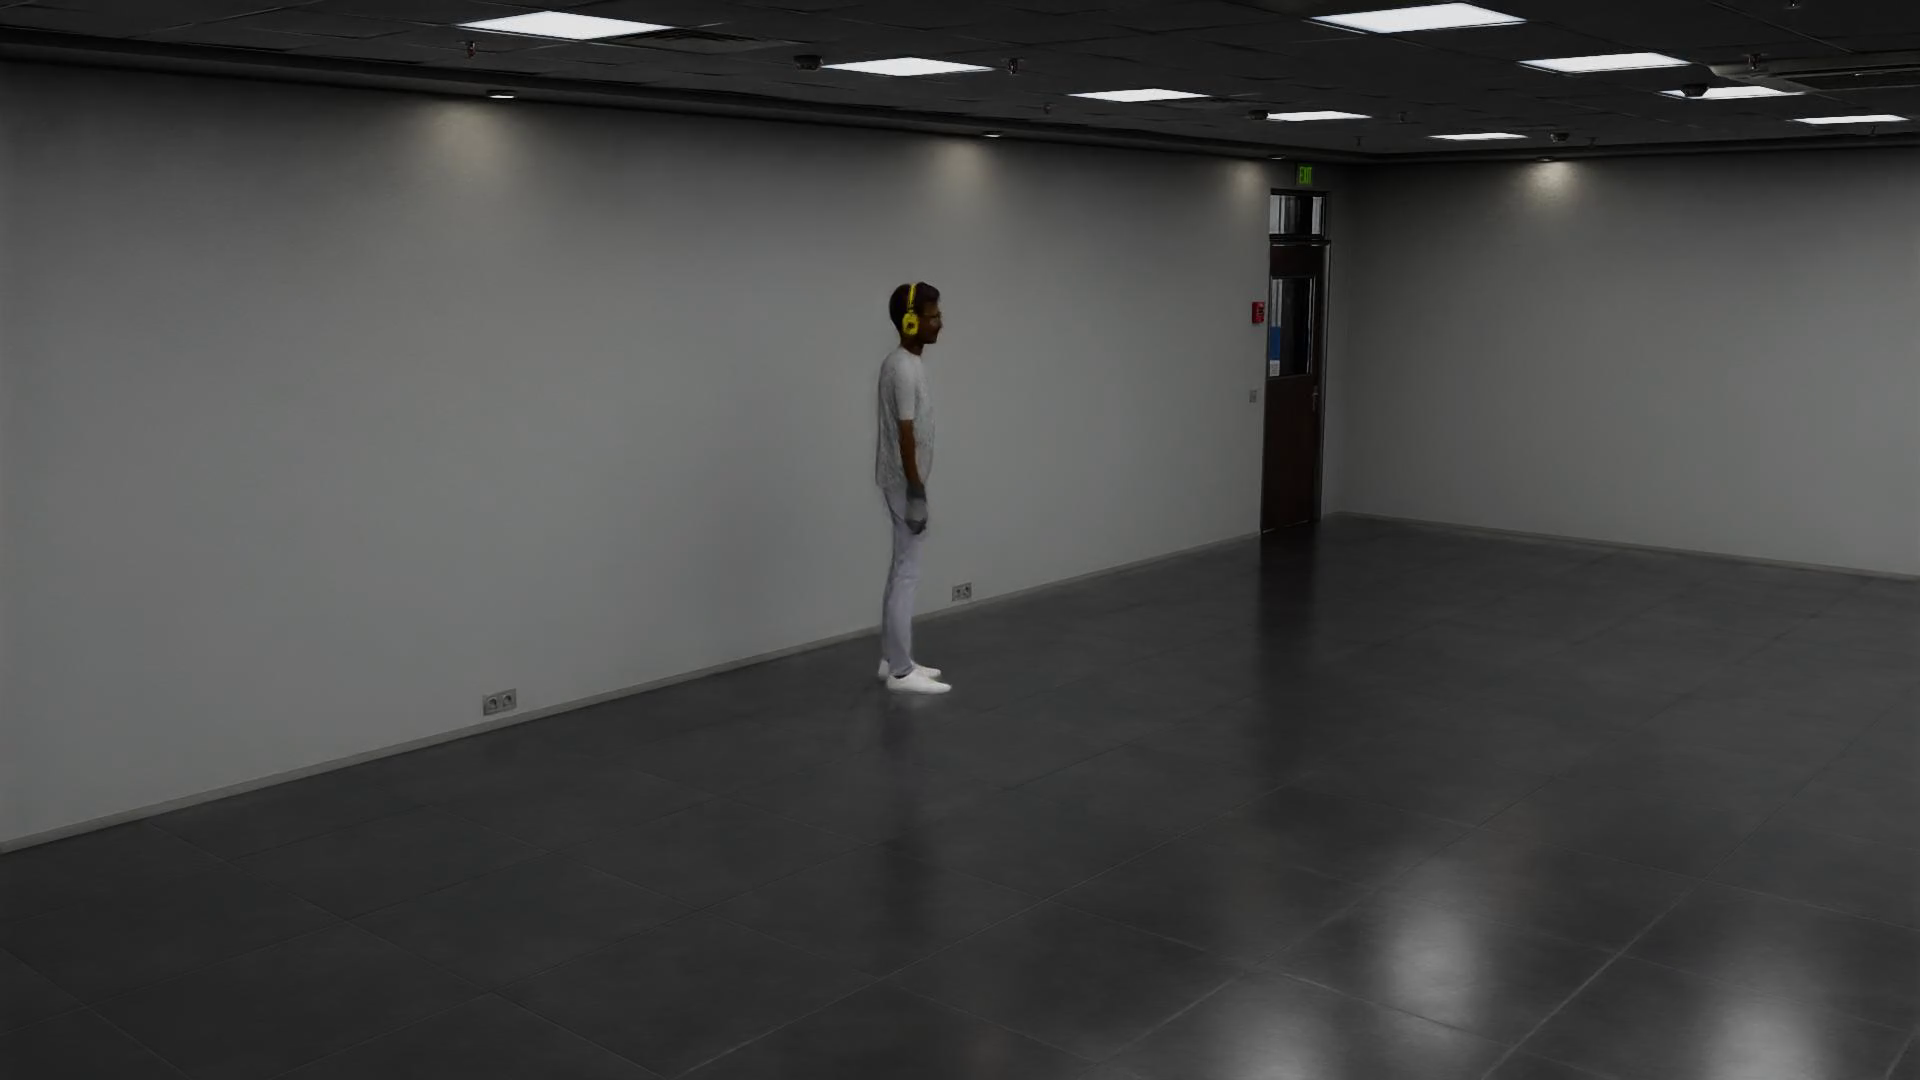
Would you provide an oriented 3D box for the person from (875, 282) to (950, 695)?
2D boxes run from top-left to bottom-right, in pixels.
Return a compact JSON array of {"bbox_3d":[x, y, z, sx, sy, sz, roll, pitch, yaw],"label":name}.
[{"bbox_3d":[-0.226,-0.230,7.573,0.315,1.867,0.530,-1,10,-6],"label":"person"}]
